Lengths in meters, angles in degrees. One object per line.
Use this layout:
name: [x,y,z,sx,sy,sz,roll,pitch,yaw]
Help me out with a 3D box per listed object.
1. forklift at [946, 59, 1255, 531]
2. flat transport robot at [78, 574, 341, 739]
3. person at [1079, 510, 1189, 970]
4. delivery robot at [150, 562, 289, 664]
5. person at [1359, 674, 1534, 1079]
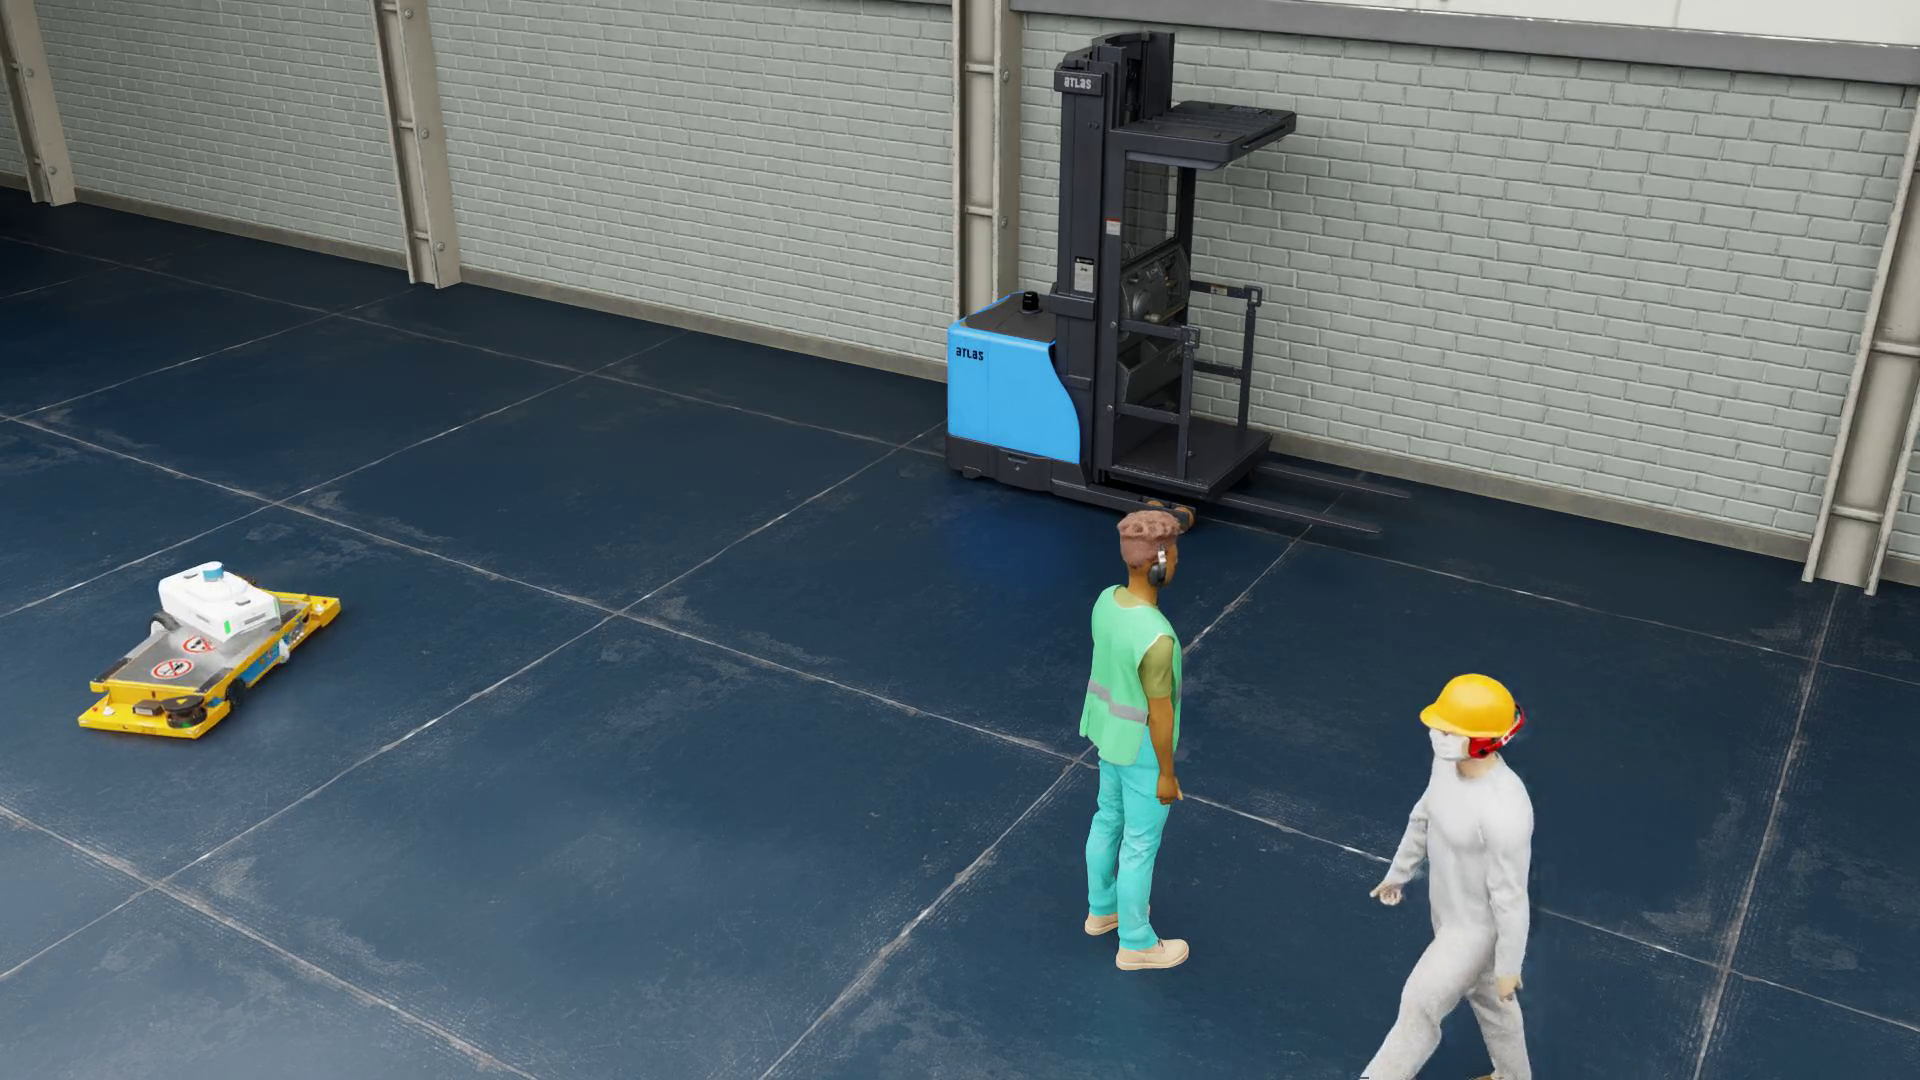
forklift: [0.933,-1.707,10.833,1.873,2.768,1.129,15,29,28]
flat transport robot: [-4.011,0.609,8.971,0.659,0.231,1.431,4,26,9]
person: [0.688,0.802,6.565,0.404,1.979,0.486,-11,27,-21]
delivery robot: [-4.037,0.410,9.076,0.814,0.611,0.499,18,31,33]
person: [1.675,1.276,5.731,0.987,1.841,0.587,-2,25,-4]
